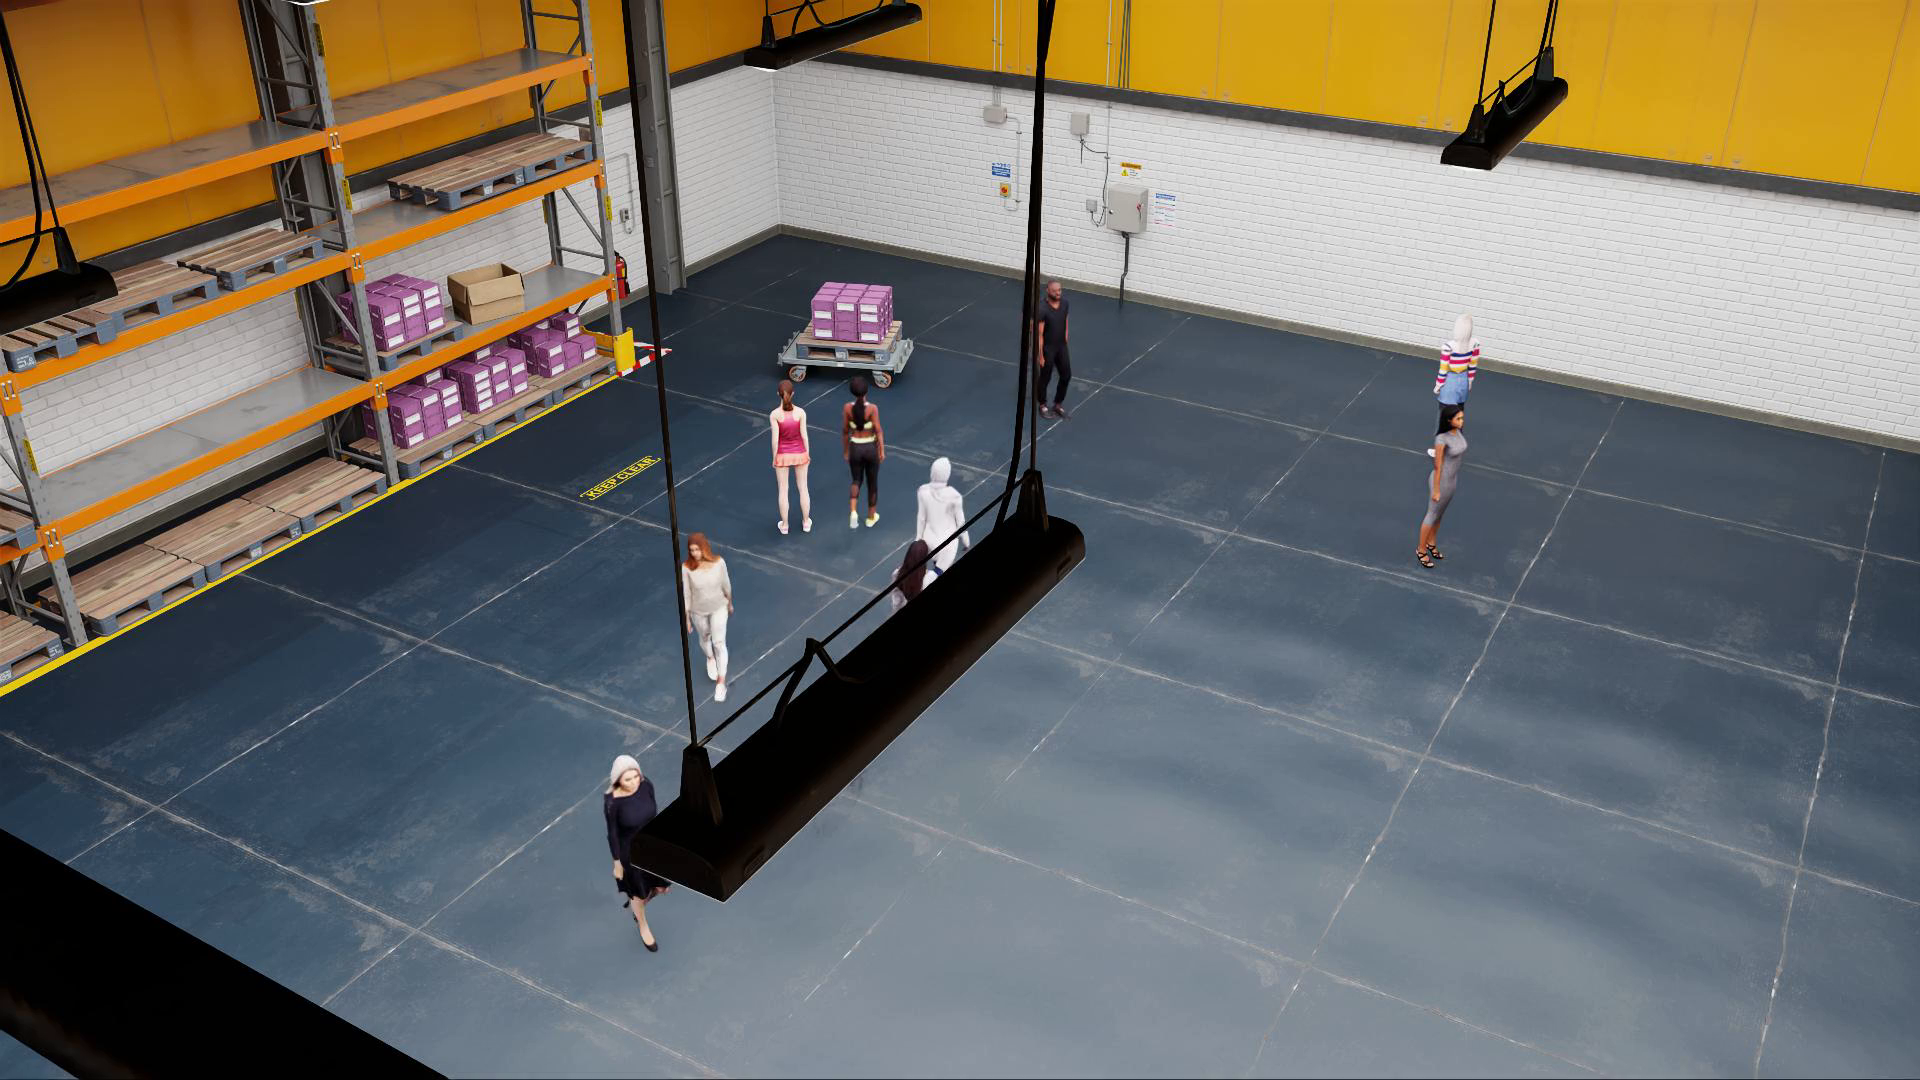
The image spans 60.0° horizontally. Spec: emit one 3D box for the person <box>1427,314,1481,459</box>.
[{"bbox_3d":[5.753,-1.783,19.333,0.702,1.808,0.772,-8,30,-15],"label":"person"}]

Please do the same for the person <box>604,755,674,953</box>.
[{"bbox_3d":[-2.379,2.237,12.039,0.784,1.736,0.752,26,38,38],"label":"person"}]

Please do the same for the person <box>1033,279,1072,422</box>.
[{"bbox_3d":[1.071,-2.357,20.389,0.820,1.804,0.888,-17,33,-28],"label":"person"}]

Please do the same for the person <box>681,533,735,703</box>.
[{"bbox_3d":[-2.288,0.585,15.134,0.980,1.672,1.079,-8,30,-14],"label":"person"}]

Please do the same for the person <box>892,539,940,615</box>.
[{"bbox_3d":[-0.394,0.803,14.829,0.726,1.582,1.082,11,30,19],"label":"person"}]

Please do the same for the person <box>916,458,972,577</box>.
[{"bbox_3d":[-0.225,0.087,15.988,0.687,1.728,1.137,13,31,23],"label":"person"}]

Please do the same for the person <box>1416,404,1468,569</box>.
[{"bbox_3d":[4.968,-0.574,17.145,0.688,1.781,0.528,22,36,35],"label":"person"}]

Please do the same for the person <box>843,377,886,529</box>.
[{"bbox_3d":[-1.055,-0.875,17.742,0.750,1.738,0.913,7,29,12],"label":"person"}]

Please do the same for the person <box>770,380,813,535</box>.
[{"bbox_3d":[-1.812,-0.895,17.761,0.672,1.753,0.726,-6,29,-10],"label":"person"}]
